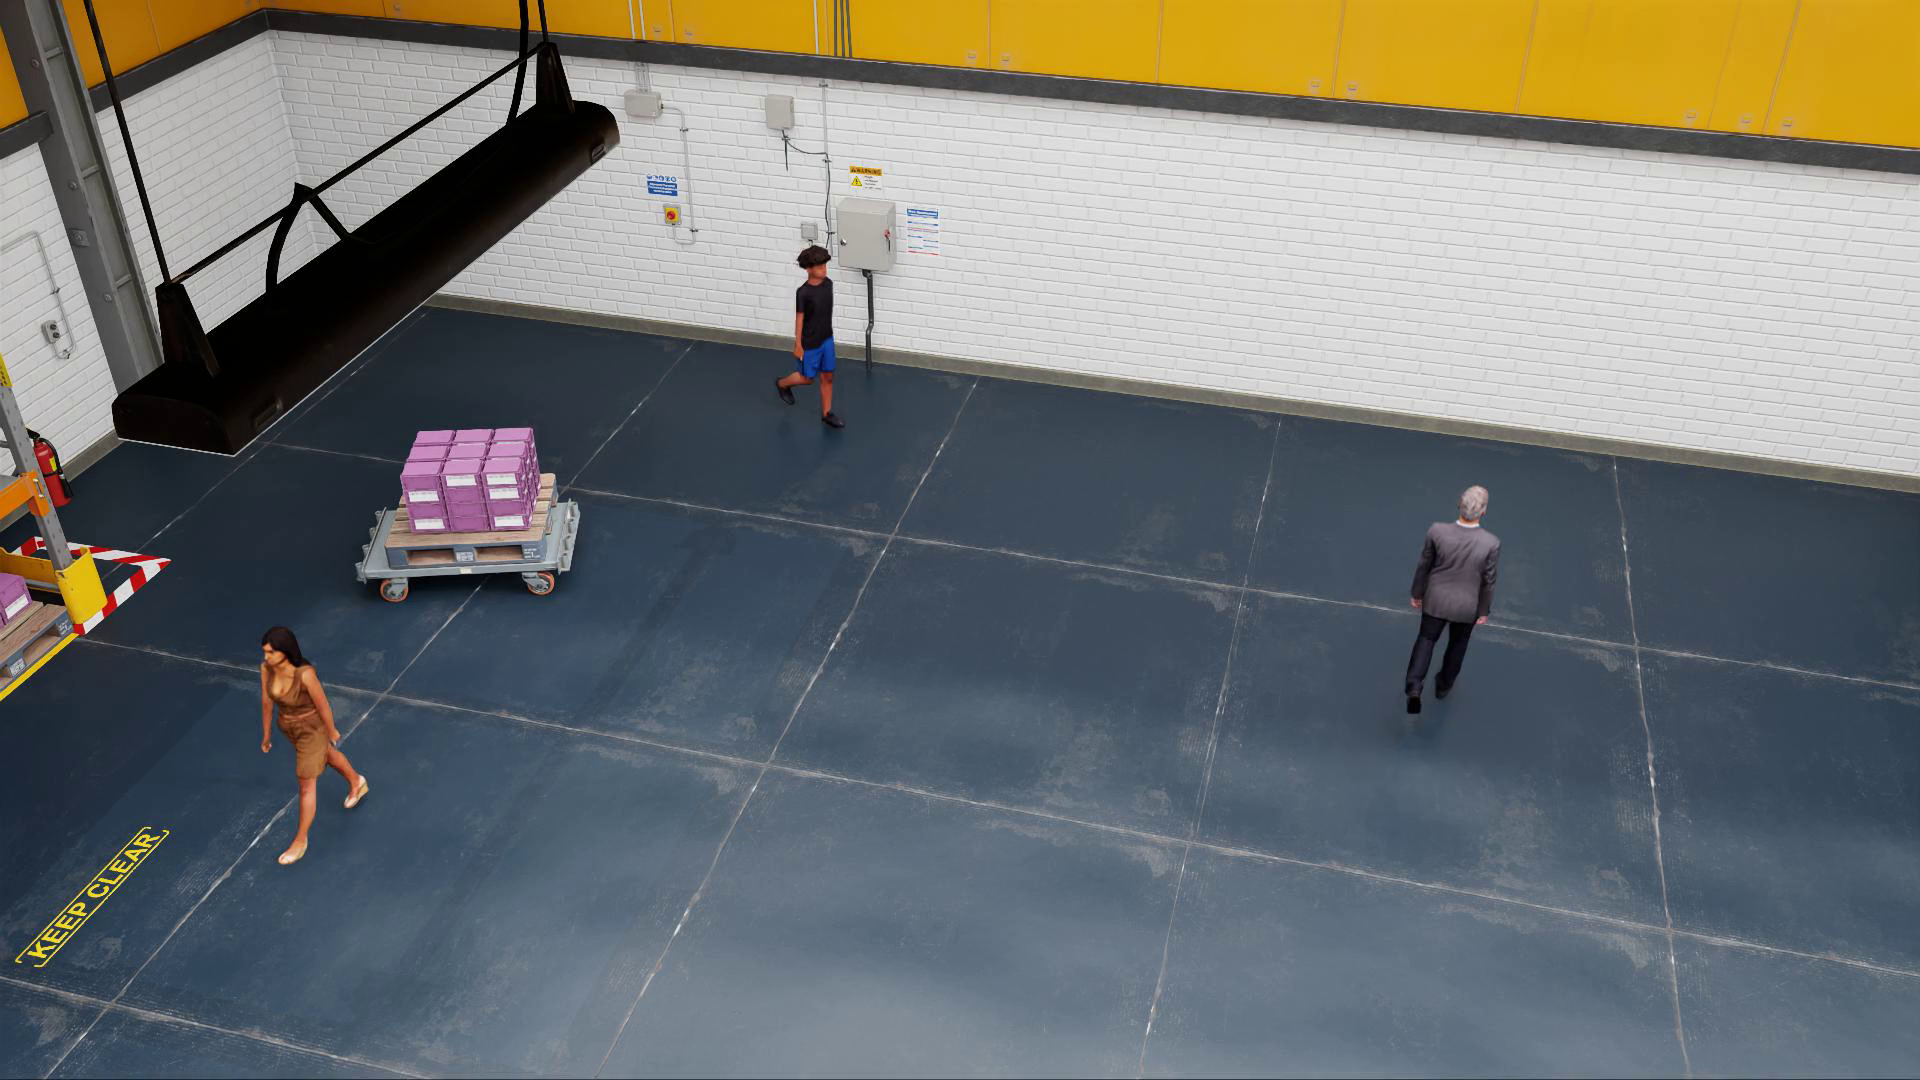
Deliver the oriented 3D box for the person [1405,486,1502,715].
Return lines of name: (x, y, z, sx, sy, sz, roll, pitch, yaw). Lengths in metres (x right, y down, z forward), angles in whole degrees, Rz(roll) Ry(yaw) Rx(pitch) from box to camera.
person: (3.430, 0.453, 11.630, 0.845, 1.820, 1.075, 16, 37, 22)

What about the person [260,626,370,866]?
person: (-4.133, 1.194, 10.677, 0.692, 1.641, 1.110, 15, 36, 21)

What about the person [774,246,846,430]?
person: (-1.379, -1.865, 15.159, 0.984, 1.773, 1.073, 25, 41, 33)
